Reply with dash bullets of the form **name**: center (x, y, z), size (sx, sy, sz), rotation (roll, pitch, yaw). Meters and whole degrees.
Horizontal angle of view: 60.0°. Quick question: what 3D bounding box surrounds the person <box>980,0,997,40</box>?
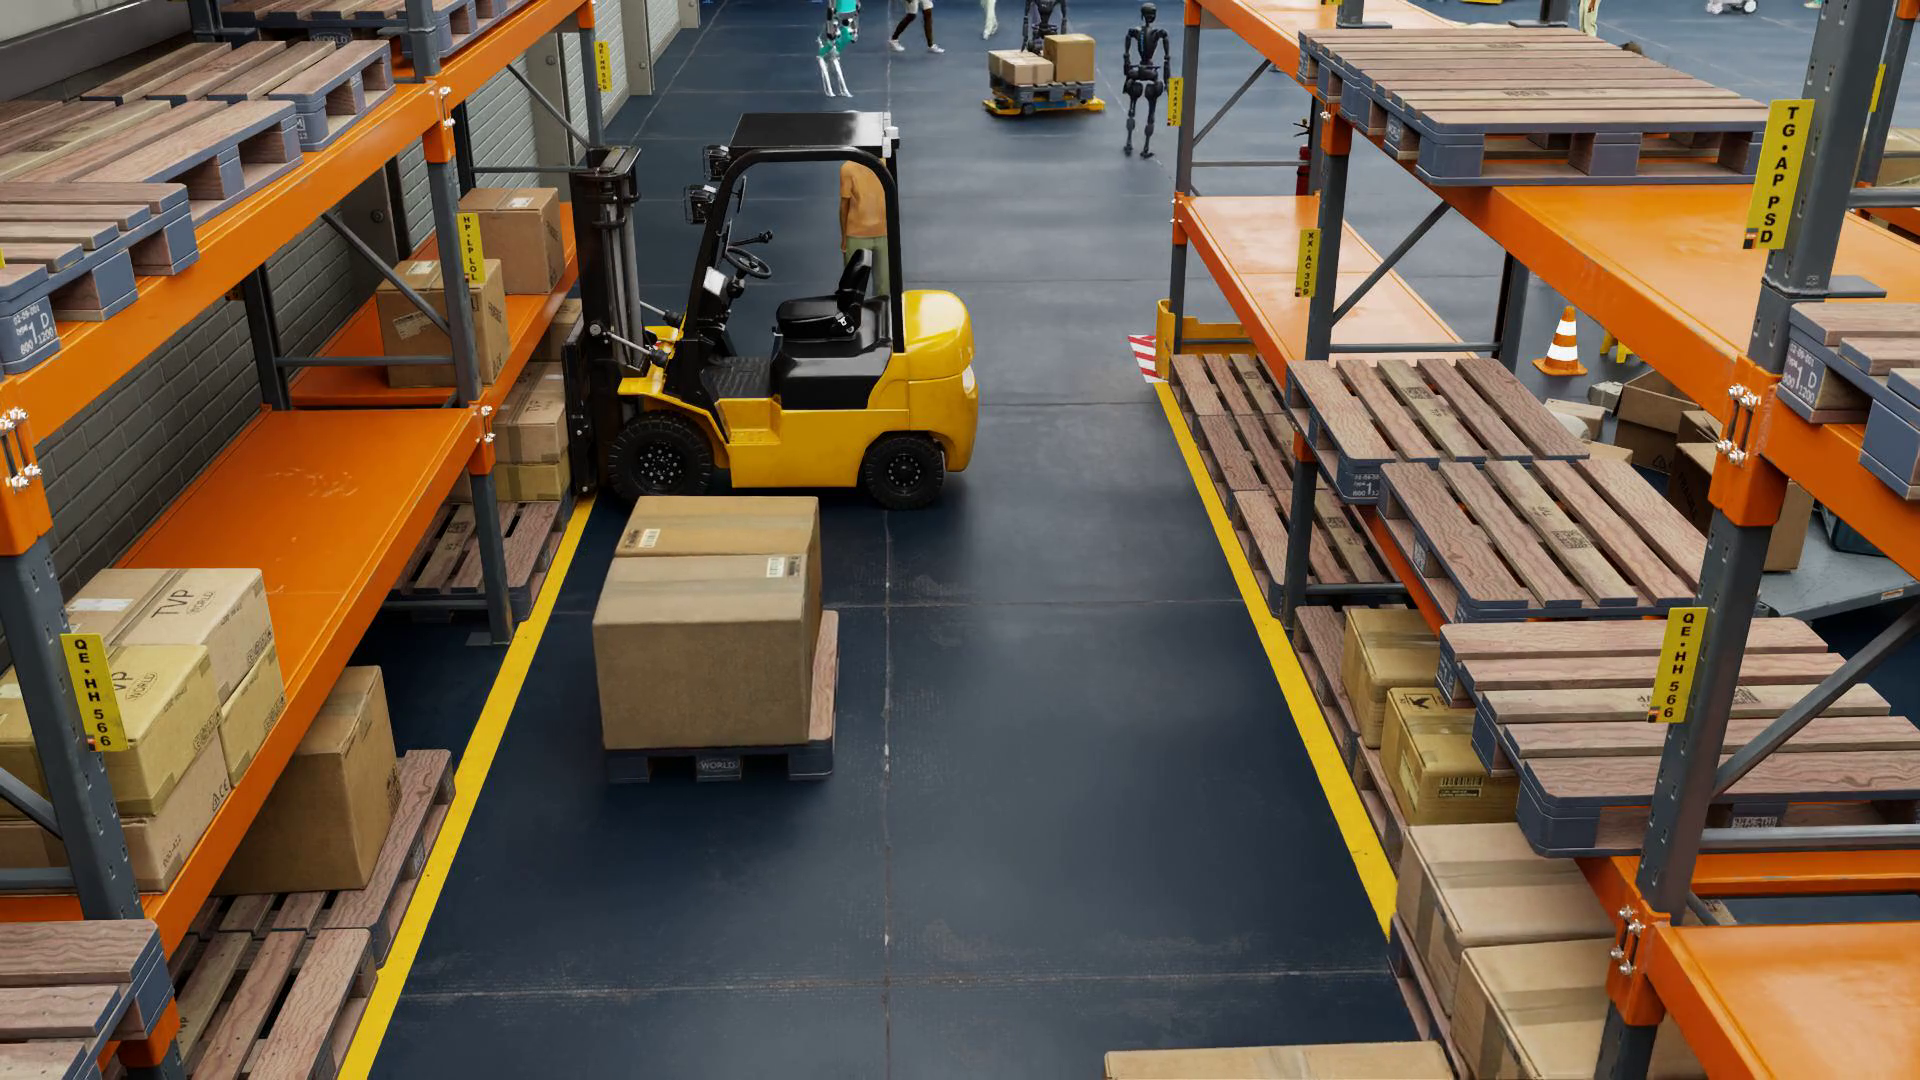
- **person**: center (0.490, -8.853, 26.350), size (0.557, 1.715, 0.805), rotation (9, 27, 18)

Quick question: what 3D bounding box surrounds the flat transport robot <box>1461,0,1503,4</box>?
- **flat transport robot**: center (9.731, -10.018, 30.518), size (0.659, 0.231, 1.431), rotation (15, 29, 28)

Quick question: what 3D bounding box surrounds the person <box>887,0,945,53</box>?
- **person**: center (-0.670, -8.272, 24.953), size (0.785, 1.876, 0.569), rotation (14, 29, 27)

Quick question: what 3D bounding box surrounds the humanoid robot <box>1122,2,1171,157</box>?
- **humanoid robot**: center (2.061, -5.109, 18.467), size (0.586, 1.643, 0.351), rotation (12, 28, 24)

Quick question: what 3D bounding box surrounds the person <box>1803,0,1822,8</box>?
- **person**: center (15.606, -10.385, 29.421), size (0.986, 1.875, 0.497), rotation (-3, 25, -5)

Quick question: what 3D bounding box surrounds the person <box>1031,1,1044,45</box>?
- **person**: center (1.154, -7.841, 24.062), size (0.392, 1.845, 0.562), rotation (-5, 26, -11)

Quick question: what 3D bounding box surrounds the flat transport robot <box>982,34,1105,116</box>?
- **flat transport robot**: center (1.059, -5.577, 21.114), size (1.431, 0.231, 0.659), rotation (-7, 26, -15)

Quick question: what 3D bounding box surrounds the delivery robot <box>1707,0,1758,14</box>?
- **delivery robot**: center (13.514, -9.467, 29.039), size (0.807, 0.613, 0.499), rotation (0, 25, -1)

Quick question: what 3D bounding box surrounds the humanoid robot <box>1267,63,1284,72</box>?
- **humanoid robot**: center (4.594, -7.439, 23.413), size (0.404, 1.636, 0.596), rotation (9, 27, 18)

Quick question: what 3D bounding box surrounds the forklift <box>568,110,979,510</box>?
- **forklift**: center (-1.043, -1.379, 9.976), size (2.313, 2.155, 1.214), rotation (-1, 25, -2)

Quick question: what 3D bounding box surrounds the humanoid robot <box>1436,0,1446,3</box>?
- **humanoid robot**: center (8.755, -10.616, 30.133), size (0.332, 1.654, 0.588), rotation (-21, 32, -37)

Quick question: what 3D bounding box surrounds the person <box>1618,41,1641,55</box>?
- **person**: center (5.796, -3.334, 14.446), size (0.579, 1.908, 0.643), rotation (20, 32, 36)

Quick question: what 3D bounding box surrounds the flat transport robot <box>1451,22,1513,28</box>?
- **flat transport robot**: center (6.946, -6.613, 23.307), size (0.659, 0.231, 1.431), rotation (14, 29, 28)

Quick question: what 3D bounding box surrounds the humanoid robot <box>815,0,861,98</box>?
- **humanoid robot**: center (-1.633, -6.634, 21.594), size (0.742, 1.742, 0.531), rotation (23, 33, 39)

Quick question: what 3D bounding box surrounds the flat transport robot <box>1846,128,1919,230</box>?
- **flat transport robot**: center (7.640, -2.150, 13.857), size (1.431, 0.231, 0.659), rotation (15, 29, 28)

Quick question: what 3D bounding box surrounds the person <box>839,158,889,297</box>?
- **person**: center (-0.673, -2.256, 12.383), size (0.448, 1.718, 0.355), rotation (-9, 27, -18)

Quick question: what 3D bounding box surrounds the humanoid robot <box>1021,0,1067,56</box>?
- **humanoid robot**: center (1.071, -6.319, 21.024), size (0.602, 1.650, 0.366), rotation (4, 26, 9)

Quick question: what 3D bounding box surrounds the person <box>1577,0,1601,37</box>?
- **person**: center (8.971, -7.676, 23.661), size (0.401, 1.893, 0.517), rotation (1, 25, 2)
